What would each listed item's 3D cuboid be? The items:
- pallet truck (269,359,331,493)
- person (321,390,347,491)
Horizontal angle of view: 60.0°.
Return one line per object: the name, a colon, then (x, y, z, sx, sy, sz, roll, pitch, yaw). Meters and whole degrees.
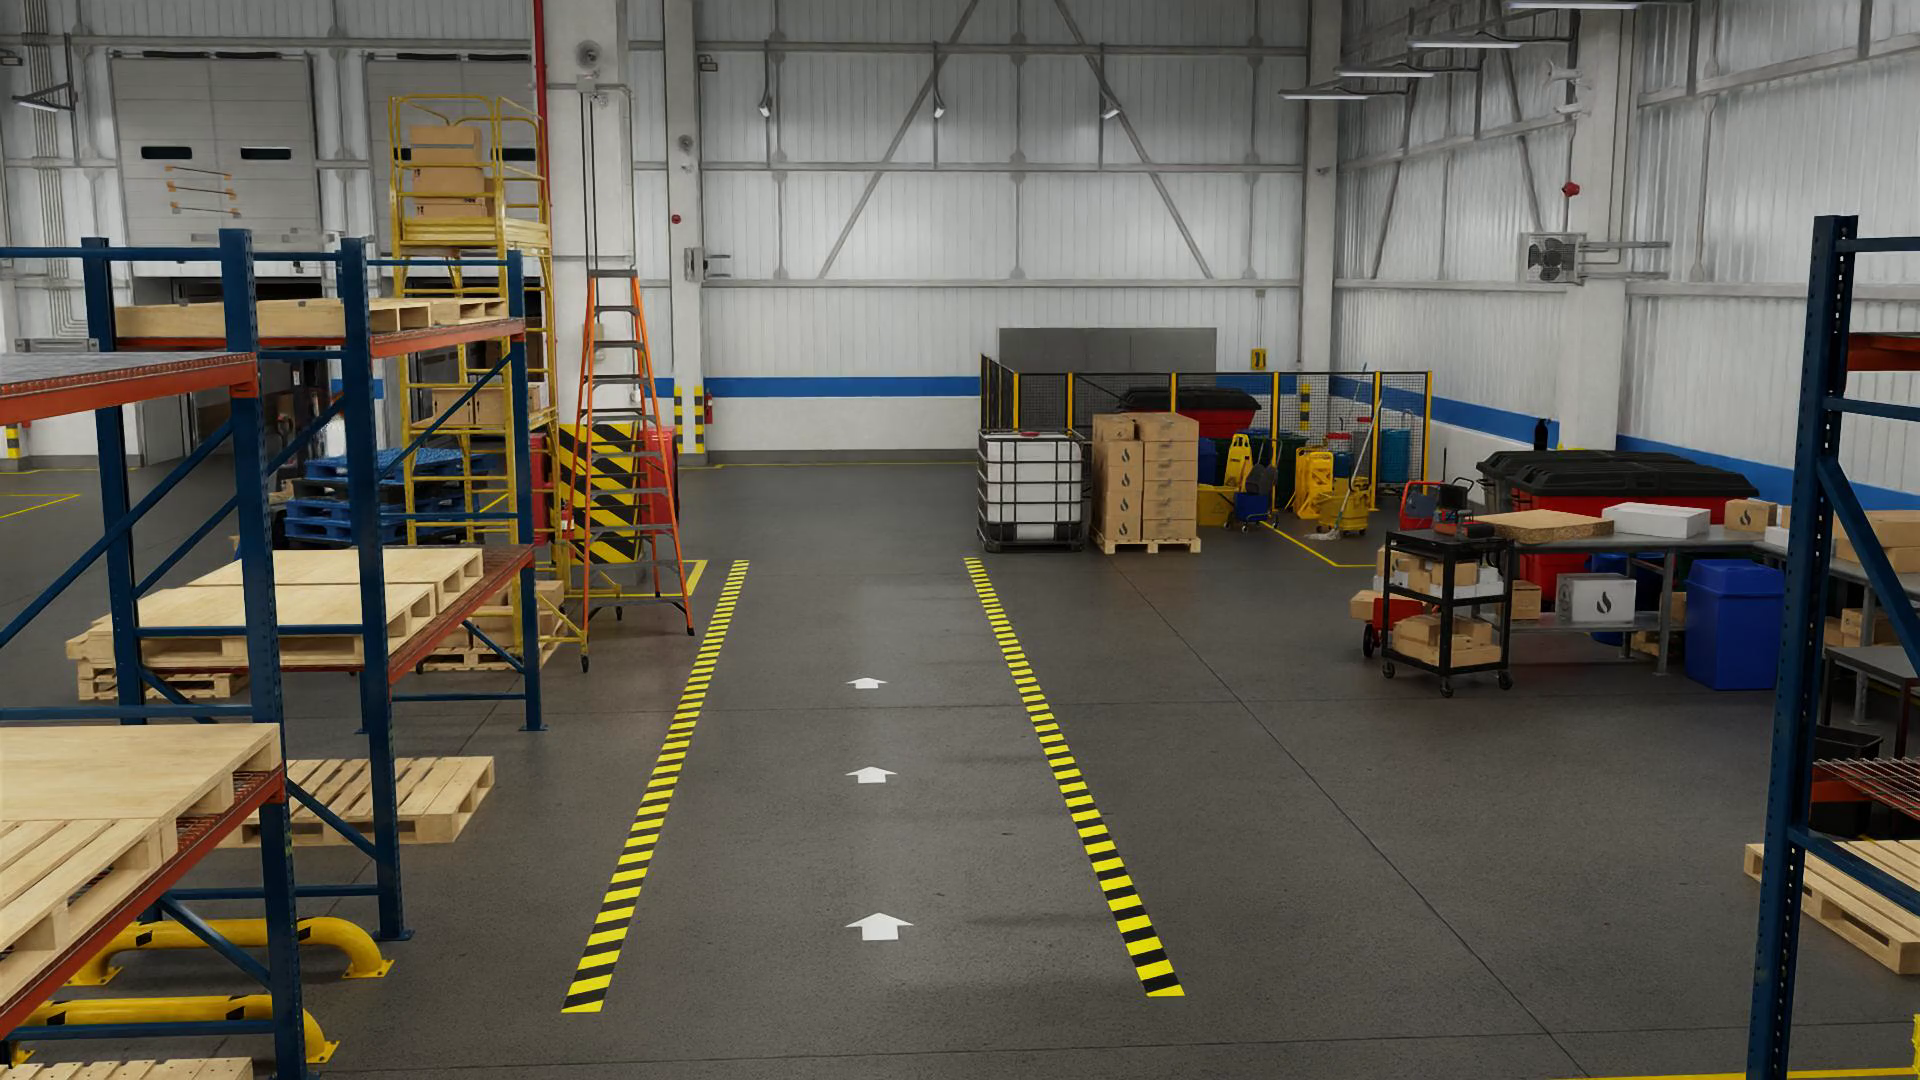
pallet truck: (-7.062, -1.131, 18.996, 1.885, 1.965, 0.823, 2, 9, 13)
person: (-5.666, -0.469, 15.341, 0.588, 1.844, 0.960, 4, 10, 25)
